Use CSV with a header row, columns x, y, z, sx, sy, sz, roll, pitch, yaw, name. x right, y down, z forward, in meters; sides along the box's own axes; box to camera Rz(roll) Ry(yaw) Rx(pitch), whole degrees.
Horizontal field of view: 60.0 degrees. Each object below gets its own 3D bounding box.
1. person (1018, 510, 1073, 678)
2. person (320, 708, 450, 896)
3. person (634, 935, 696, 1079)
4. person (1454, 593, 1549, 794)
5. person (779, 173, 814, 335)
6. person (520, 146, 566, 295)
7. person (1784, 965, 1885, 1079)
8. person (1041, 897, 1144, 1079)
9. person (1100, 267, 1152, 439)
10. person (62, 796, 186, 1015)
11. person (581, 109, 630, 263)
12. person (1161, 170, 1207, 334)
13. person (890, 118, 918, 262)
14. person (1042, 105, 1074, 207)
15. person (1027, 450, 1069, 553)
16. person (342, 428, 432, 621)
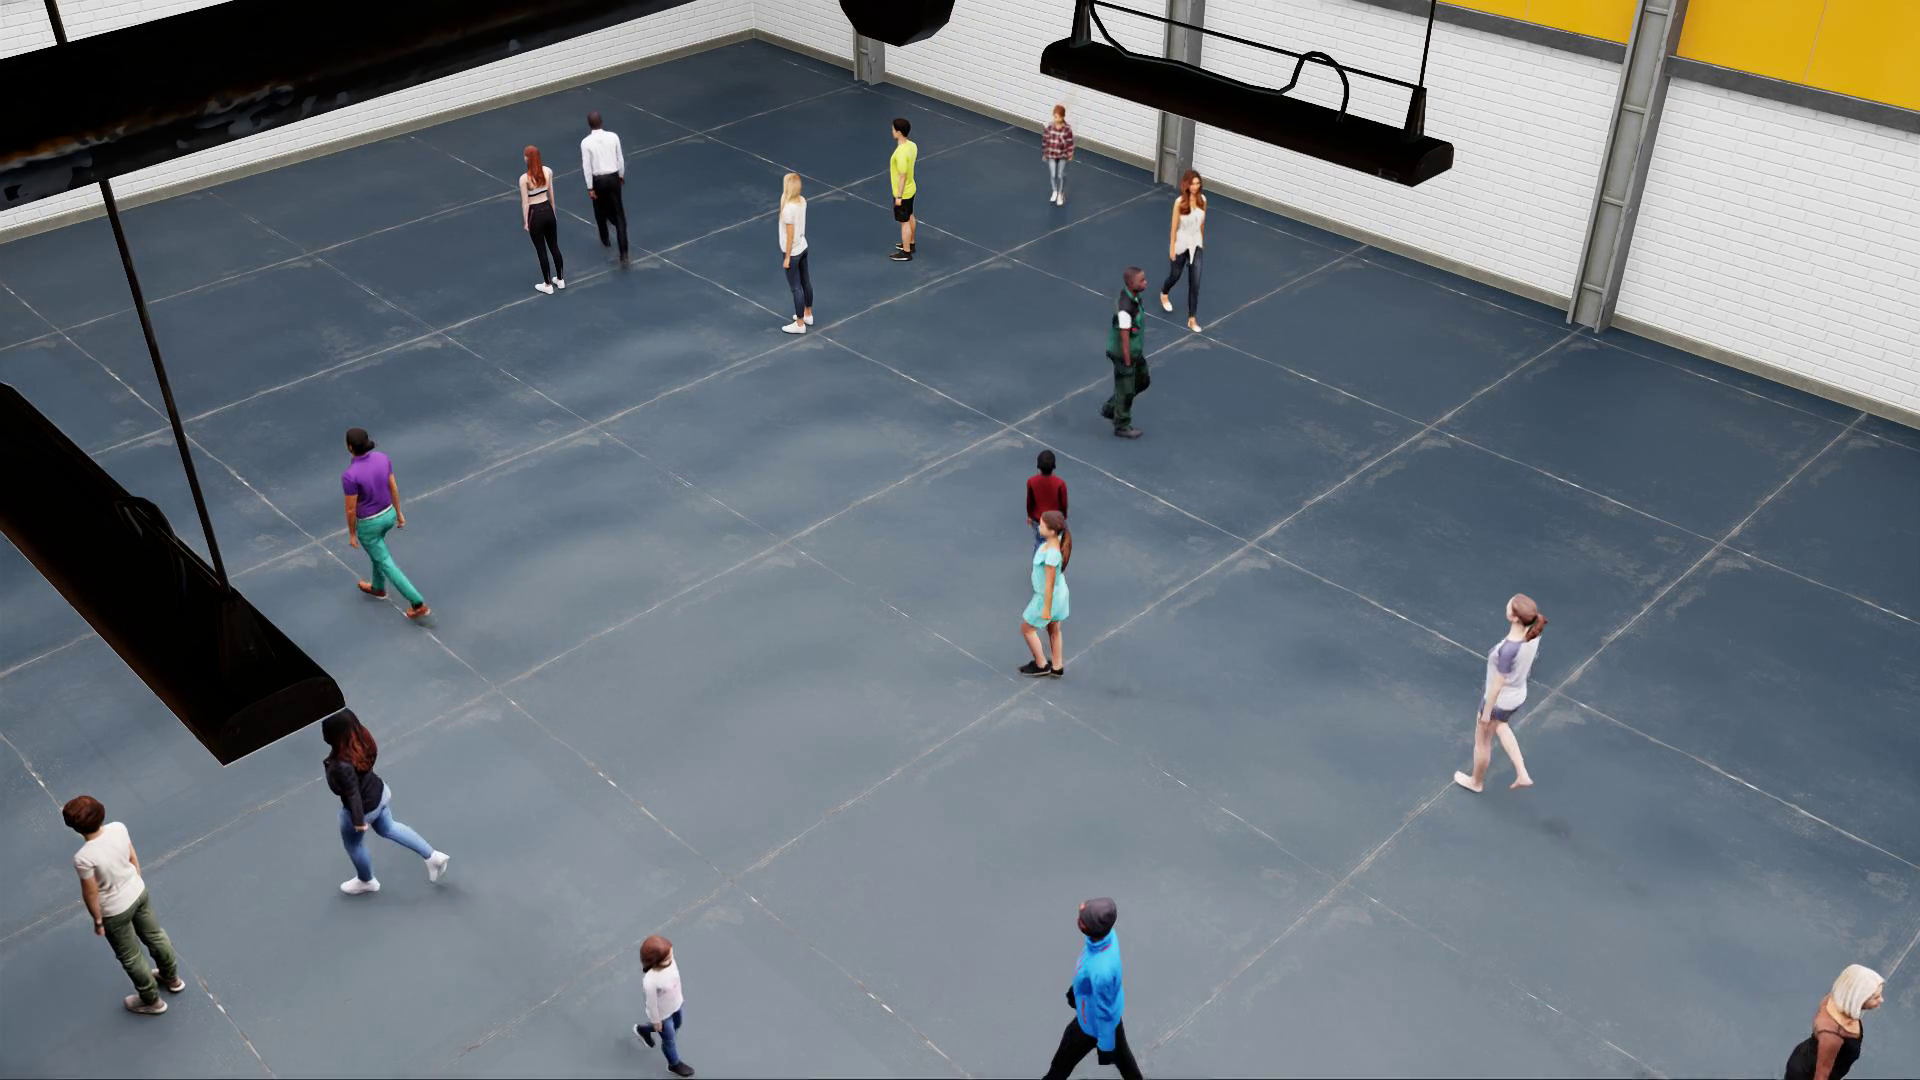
x,y,z,sx,sy,sz,roll,pitch,yaw,name
0.770,0.446,12.992,0.712,1.553,0.661,10,35,14,person
-3.861,1.731,11.010,1.087,1.607,1.011,1,34,1,person
-1.813,2.754,9.928,0.724,1.101,0.583,13,36,19,person
3.907,1.152,11.745,0.625,1.757,0.796,-23,40,-31,person
-1.787,-3.137,18.151,0.646,1.809,0.671,11,35,16,person
-4.779,-3.672,19.018,0.520,1.741,0.584,28,42,35,person
4.595,2.912,9.129,0.836,1.722,0.681,24,41,32,person
0.876,2.714,9.404,1.232,1.747,1.073,5,34,7,person
1.543,-1.830,16.165,0.892,1.832,0.857,8,34,12,person
-5.147,2.230,10.220,0.662,1.651,0.644,9,35,13,person
-4.154,-4.134,19.670,1.032,1.788,1.361,-12,35,-17,person
2.451,-3.234,18.351,0.909,1.749,1.188,-12,35,-17,person
-0.664,-4.195,19.833,0.711,1.708,0.704,7,34,10,person
1.266,-4.997,21.418,0.625,1.290,0.696,11,35,16,person
0.746,-0.187,14.219,0.642,1.249,0.699,8,34,12,person
-4.738,-0.107,13.662,1.221,1.731,0.865,17,37,23,person
